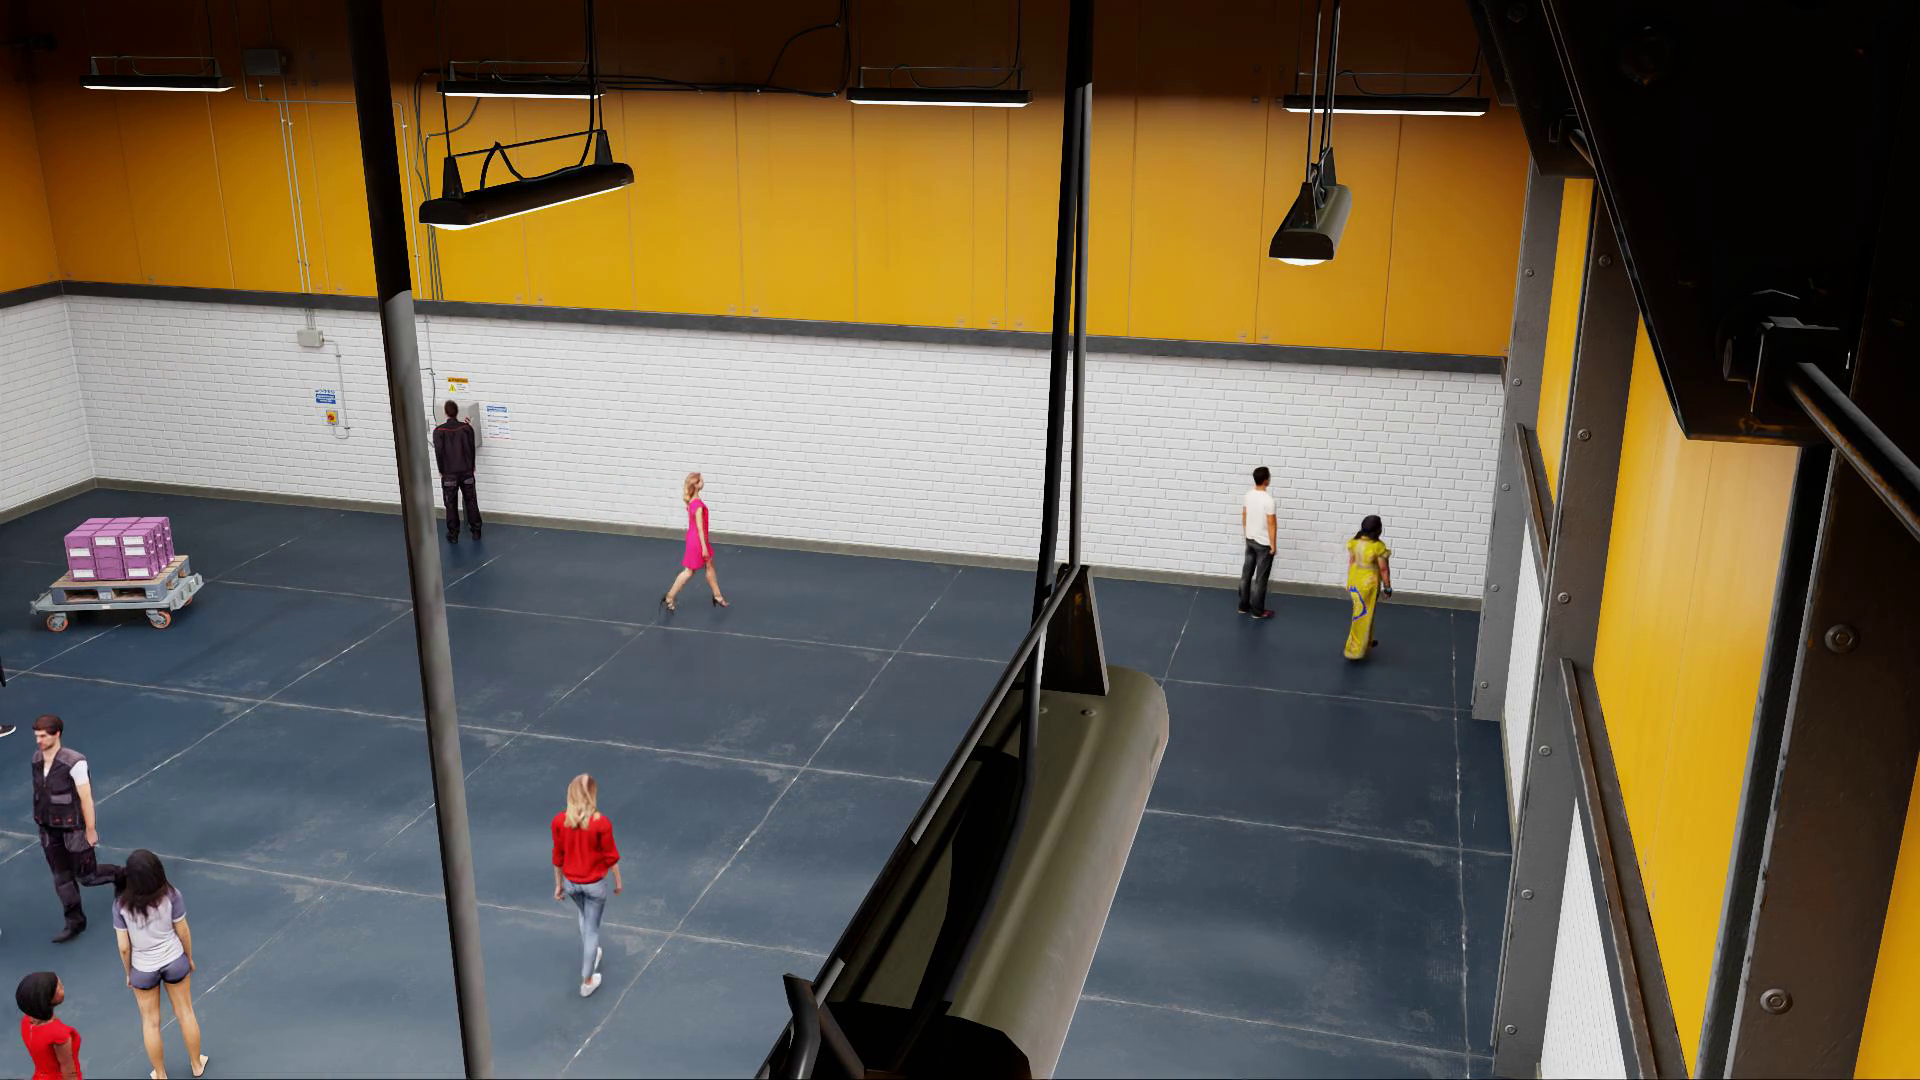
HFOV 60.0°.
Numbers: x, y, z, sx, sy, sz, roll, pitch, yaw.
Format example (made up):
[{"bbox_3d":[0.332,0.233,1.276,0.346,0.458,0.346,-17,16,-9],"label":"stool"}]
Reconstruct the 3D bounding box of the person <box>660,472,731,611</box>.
[{"bbox_3d":[-3.155,0.062,19.402,0.986,1.686,1.063,-5,19,-16],"label":"person"}]

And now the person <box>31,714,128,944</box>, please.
[{"bbox_3d":[-6.860,2.175,12.898,0.654,1.833,0.928,6,19,16],"label":"person"}]

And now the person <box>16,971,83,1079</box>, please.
[{"bbox_3d":[-5.305,3.339,9.656,0.770,1.696,1.135,10,21,28],"label":"person"}]

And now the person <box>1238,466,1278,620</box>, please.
[{"bbox_3d":[3.468,0.014,19.362,0.752,1.803,0.715,-13,22,-33],"label":"person"}]

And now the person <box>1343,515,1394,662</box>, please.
[{"bbox_3d":[4.348,0.544,18.054,1.098,1.634,1.029,-13,22,-33],"label":"person"}]

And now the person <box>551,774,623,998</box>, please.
[{"bbox_3d":[-2.745,2.537,12.054,0.680,1.685,0.787,3,19,9],"label":"person"}]

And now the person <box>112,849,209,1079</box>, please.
[{"bbox_3d":[-5.341,2.839,11.084,0.653,1.732,0.710,-10,21,-27],"label":"person"}]

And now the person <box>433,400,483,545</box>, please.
[{"bbox_3d":[-6.635,-0.922,21.957,0.779,1.921,0.818,-8,20,-23],"label":"person"}]
